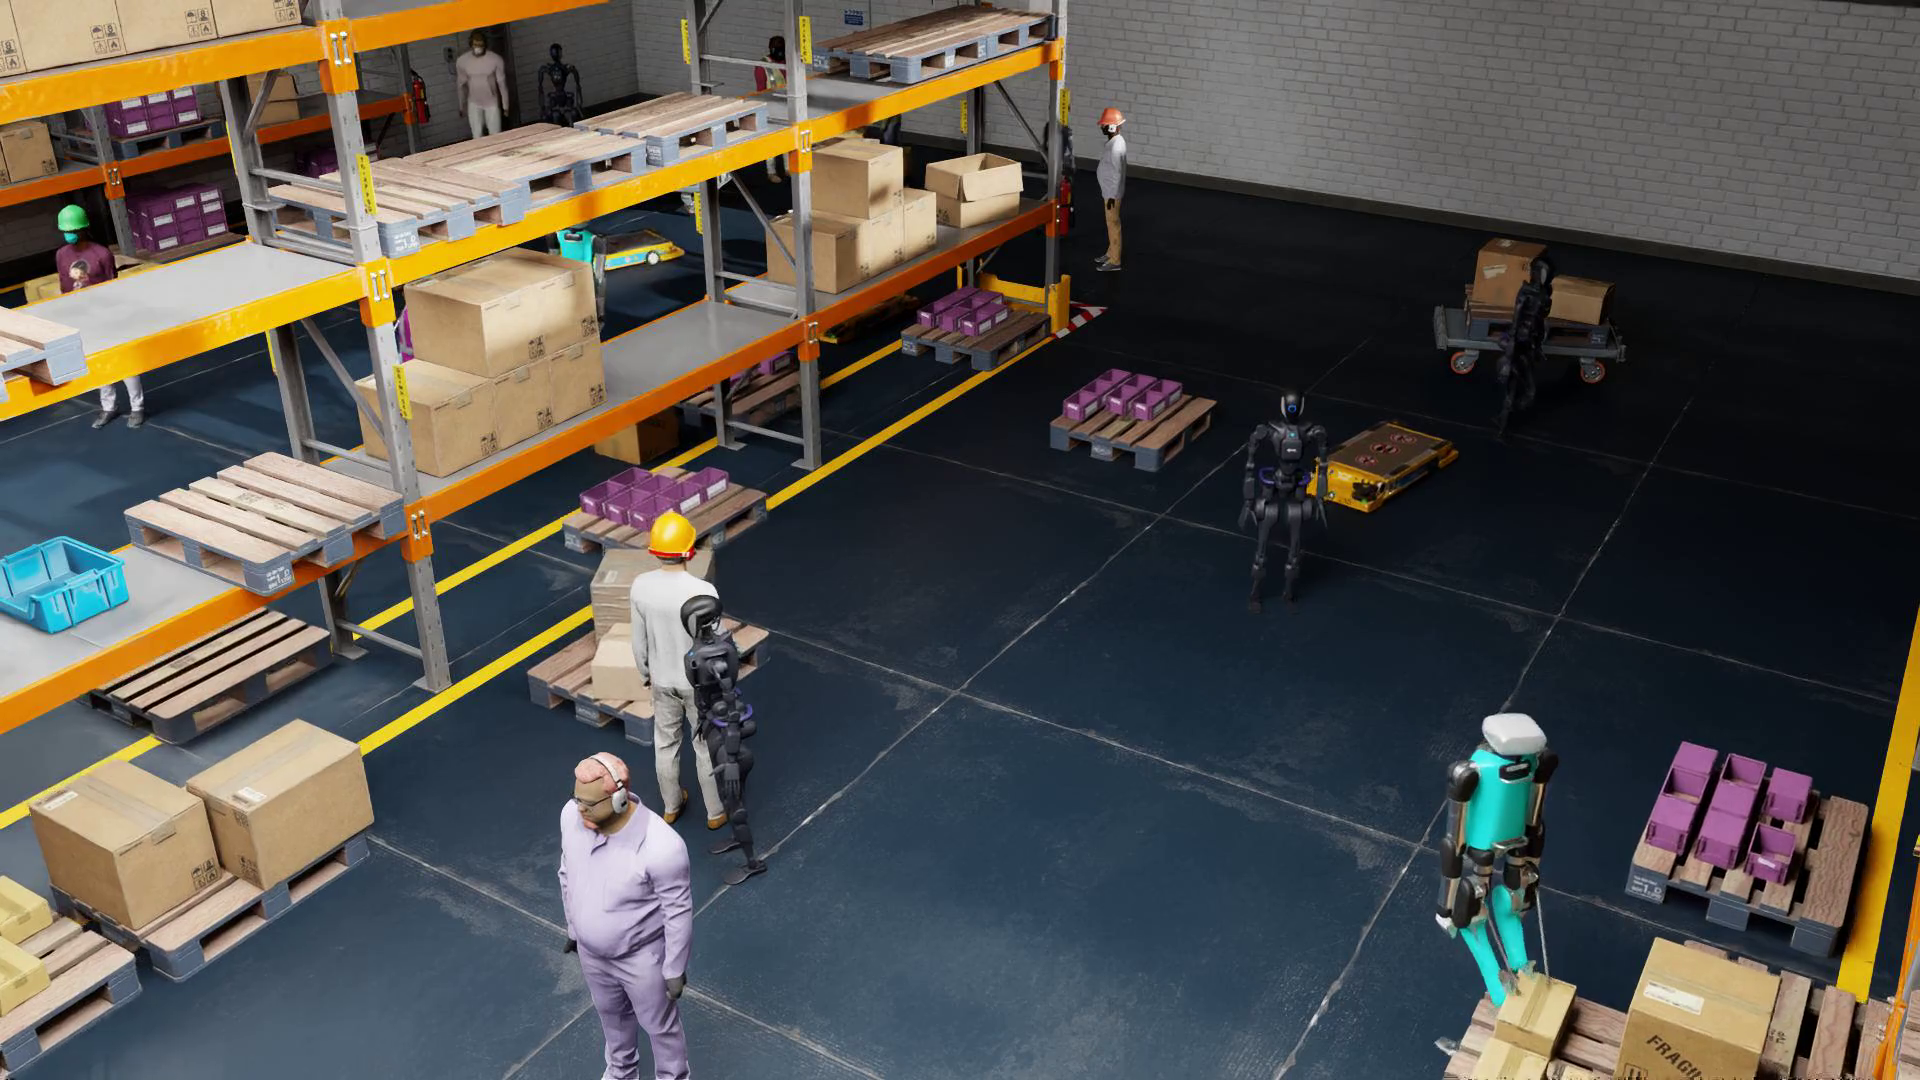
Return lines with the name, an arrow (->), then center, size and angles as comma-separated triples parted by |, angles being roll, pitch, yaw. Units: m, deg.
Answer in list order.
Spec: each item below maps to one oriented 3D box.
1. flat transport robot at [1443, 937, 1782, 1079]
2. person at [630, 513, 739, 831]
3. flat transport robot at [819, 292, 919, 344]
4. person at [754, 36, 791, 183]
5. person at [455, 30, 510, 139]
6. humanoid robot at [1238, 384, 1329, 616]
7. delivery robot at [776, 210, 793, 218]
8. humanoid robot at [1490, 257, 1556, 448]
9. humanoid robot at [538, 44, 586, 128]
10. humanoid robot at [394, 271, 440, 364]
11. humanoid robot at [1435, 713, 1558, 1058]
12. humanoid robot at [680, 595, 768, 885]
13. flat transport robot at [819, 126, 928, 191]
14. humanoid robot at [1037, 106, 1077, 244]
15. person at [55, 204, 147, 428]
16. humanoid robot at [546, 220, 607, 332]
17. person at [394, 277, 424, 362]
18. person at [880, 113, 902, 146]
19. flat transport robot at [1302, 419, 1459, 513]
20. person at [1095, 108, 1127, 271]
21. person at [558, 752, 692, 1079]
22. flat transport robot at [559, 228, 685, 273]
flat transport robot -> 2.655, 2.623, 7.029 | 0.659, 0.231, 1.431 | 16, 31, 28
person -> -1.484, 0.725, 8.974 | 0.563, 1.898, 0.353 | 7, 28, 13
flat transport robot -> -1.076, -2.301, 16.732 | 0.659, 0.231, 1.431 | 16, 31, 29
person -> -2.320, -5.549, 21.405 | 0.637, 1.837, 0.430 | -23, 35, -37
person -> -6.129, -5.618, 21.452 | 0.655, 1.917, 0.552 | -2, 27, -4
humanoid robot -> 2.183, -0.262, 11.153 | 0.598, 1.655, 0.324 | 1, 27, 1
delivery robot -> -1.865, -3.386, 18.555 | 0.502, 0.596, 0.768 | -5, 27, -9
humanoid robot -> 4.615, -1.557, 13.710 | 0.390, 1.638, 0.608 | 24, 35, 38
humanoid robot -> -5.233, -5.660, 21.819 | 0.609, 1.634, 0.686 | -3, 27, -5
humanoid robot -> -4.765, -1.747, 14.076 | 0.902, 1.811, 0.554 | -21, 34, -36
humanoid robot -> 2.427, 1.699, 7.305 | 0.551, 1.861, 0.708 | -11, 29, -20
humanoid robot -> -1.237, 1.010, 8.648 | 0.322, 1.649, 0.608 | -12, 29, -23
flat transport robot -> -1.110, -4.127, 20.331 | 1.431, 0.231, 0.659 | 3, 27, 6
humanoid robot -> 1.051, -4.160, 18.850 | 0.499, 1.645, 0.601 | -17, 32, -30
person -> -7.294, -1.893, 14.076 | 0.508, 1.948, 0.423 | 0, 27, 0
humanoid robot -> -3.360, -1.839, 14.258 | 0.555, 1.823, 0.907 | 5, 27, 9
person -> -4.209, -1.323, 13.061 | 0.339, 1.847, 0.509 | -3, 27, -6
person -> -0.886, -5.337, 21.204 | 0.271, 1.632, 0.508 | 10, 29, 19
flat transport robot -> 3.380, -0.609, 13.398 | 0.659, 0.231, 1.431 | 23, 35, 37
person -> 1.627, -3.808, 18.060 | 0.341, 1.749, 0.568 | 2, 27, 4
person -> -1.426, 1.715, 7.011 | 0.651, 1.906, 0.407 | 15, 31, 27
flat transport robot -> -3.846, -3.176, 18.456 | 1.431, 0.231, 0.659 | -20, 33, -34
